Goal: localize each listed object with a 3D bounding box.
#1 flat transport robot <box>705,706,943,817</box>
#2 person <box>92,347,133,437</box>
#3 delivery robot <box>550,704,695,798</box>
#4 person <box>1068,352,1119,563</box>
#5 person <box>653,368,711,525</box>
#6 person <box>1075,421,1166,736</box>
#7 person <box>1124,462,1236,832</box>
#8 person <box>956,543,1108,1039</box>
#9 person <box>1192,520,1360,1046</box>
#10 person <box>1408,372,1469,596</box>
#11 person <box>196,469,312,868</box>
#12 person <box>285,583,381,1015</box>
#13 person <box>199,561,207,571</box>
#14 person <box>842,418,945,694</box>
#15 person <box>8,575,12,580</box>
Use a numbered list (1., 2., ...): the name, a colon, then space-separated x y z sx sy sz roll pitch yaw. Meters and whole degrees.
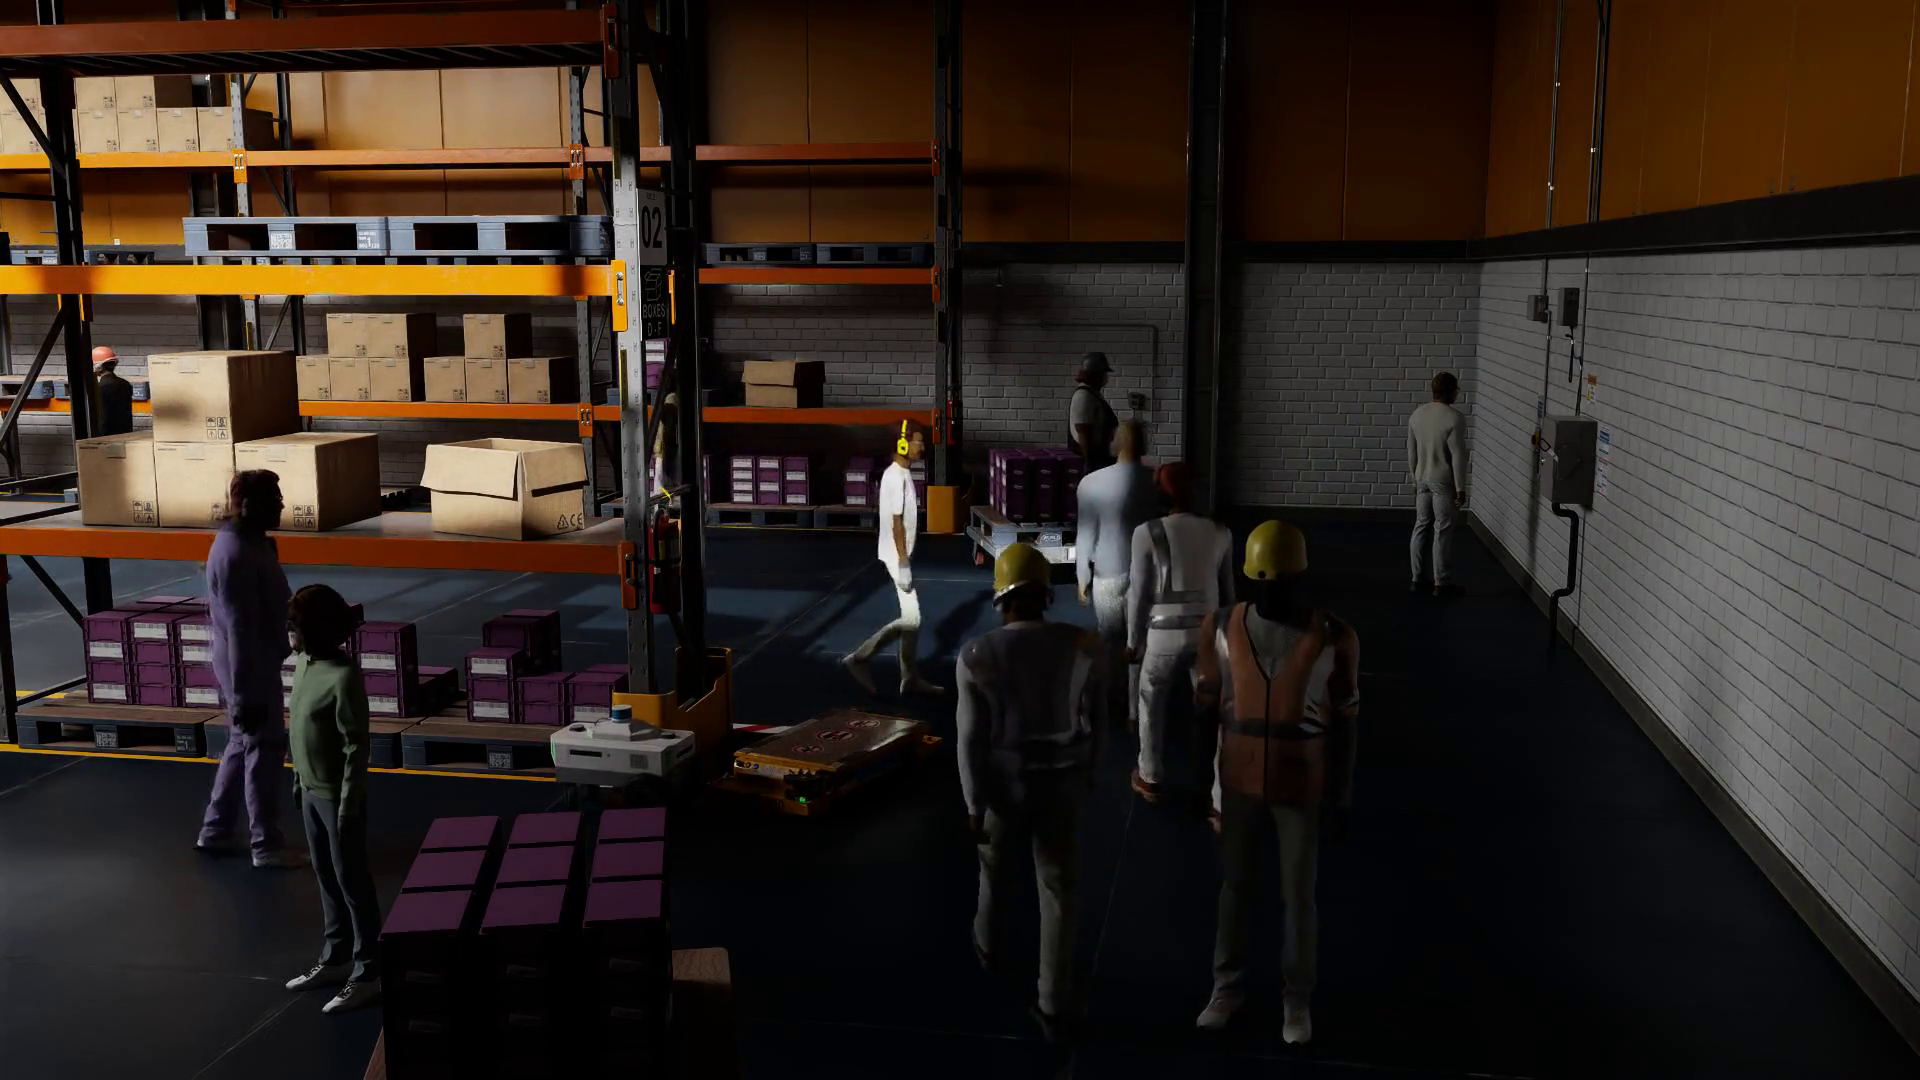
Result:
1. flat transport robot: -0.718 1.191 9.172 0.652 0.197 1.431 5 10 27
2. person: -9.201 -1.100 18.056 0.393 1.990 0.616 1 9 4
3. delivery robot: -1.744 1.095 8.597 0.707 0.478 0.477 3 10 16
4. person: 1.310 -0.810 16.110 0.536 2.000 0.687 1 9 6
5. person: -2.975 -0.878 17.198 0.672 1.824 0.652 0 9 2
6. person: 1.040 0.202 10.336 0.640 1.882 1.015 1 9 7
7. person: 1.121 0.520 8.559 0.589 1.815 0.956 -3 10 -16
8. person: 0.261 0.893 6.332 0.601 1.780 0.917 -1 9 -7
9. person: 1.126 0.873 6.025 0.594 1.922 0.386 3 10 21
10. person: 4.150 -0.486 14.414 0.367 1.939 0.635 -5 10 -29
11. person: -3.378 0.619 7.802 0.615 1.900 0.689 -4 10 -22
12. person: -2.402 0.970 6.333 0.289 1.632 0.498 -9 13 -44
13. person: -6.773 -0.579 15.399 0.877 1.802 0.545 2 9 12
14. person: -0.421 0.125 10.895 0.586 1.858 0.525 0 9 -1
15. person: -8.972 -0.493 14.891 0.658 1.809 0.593 0 9 -1
